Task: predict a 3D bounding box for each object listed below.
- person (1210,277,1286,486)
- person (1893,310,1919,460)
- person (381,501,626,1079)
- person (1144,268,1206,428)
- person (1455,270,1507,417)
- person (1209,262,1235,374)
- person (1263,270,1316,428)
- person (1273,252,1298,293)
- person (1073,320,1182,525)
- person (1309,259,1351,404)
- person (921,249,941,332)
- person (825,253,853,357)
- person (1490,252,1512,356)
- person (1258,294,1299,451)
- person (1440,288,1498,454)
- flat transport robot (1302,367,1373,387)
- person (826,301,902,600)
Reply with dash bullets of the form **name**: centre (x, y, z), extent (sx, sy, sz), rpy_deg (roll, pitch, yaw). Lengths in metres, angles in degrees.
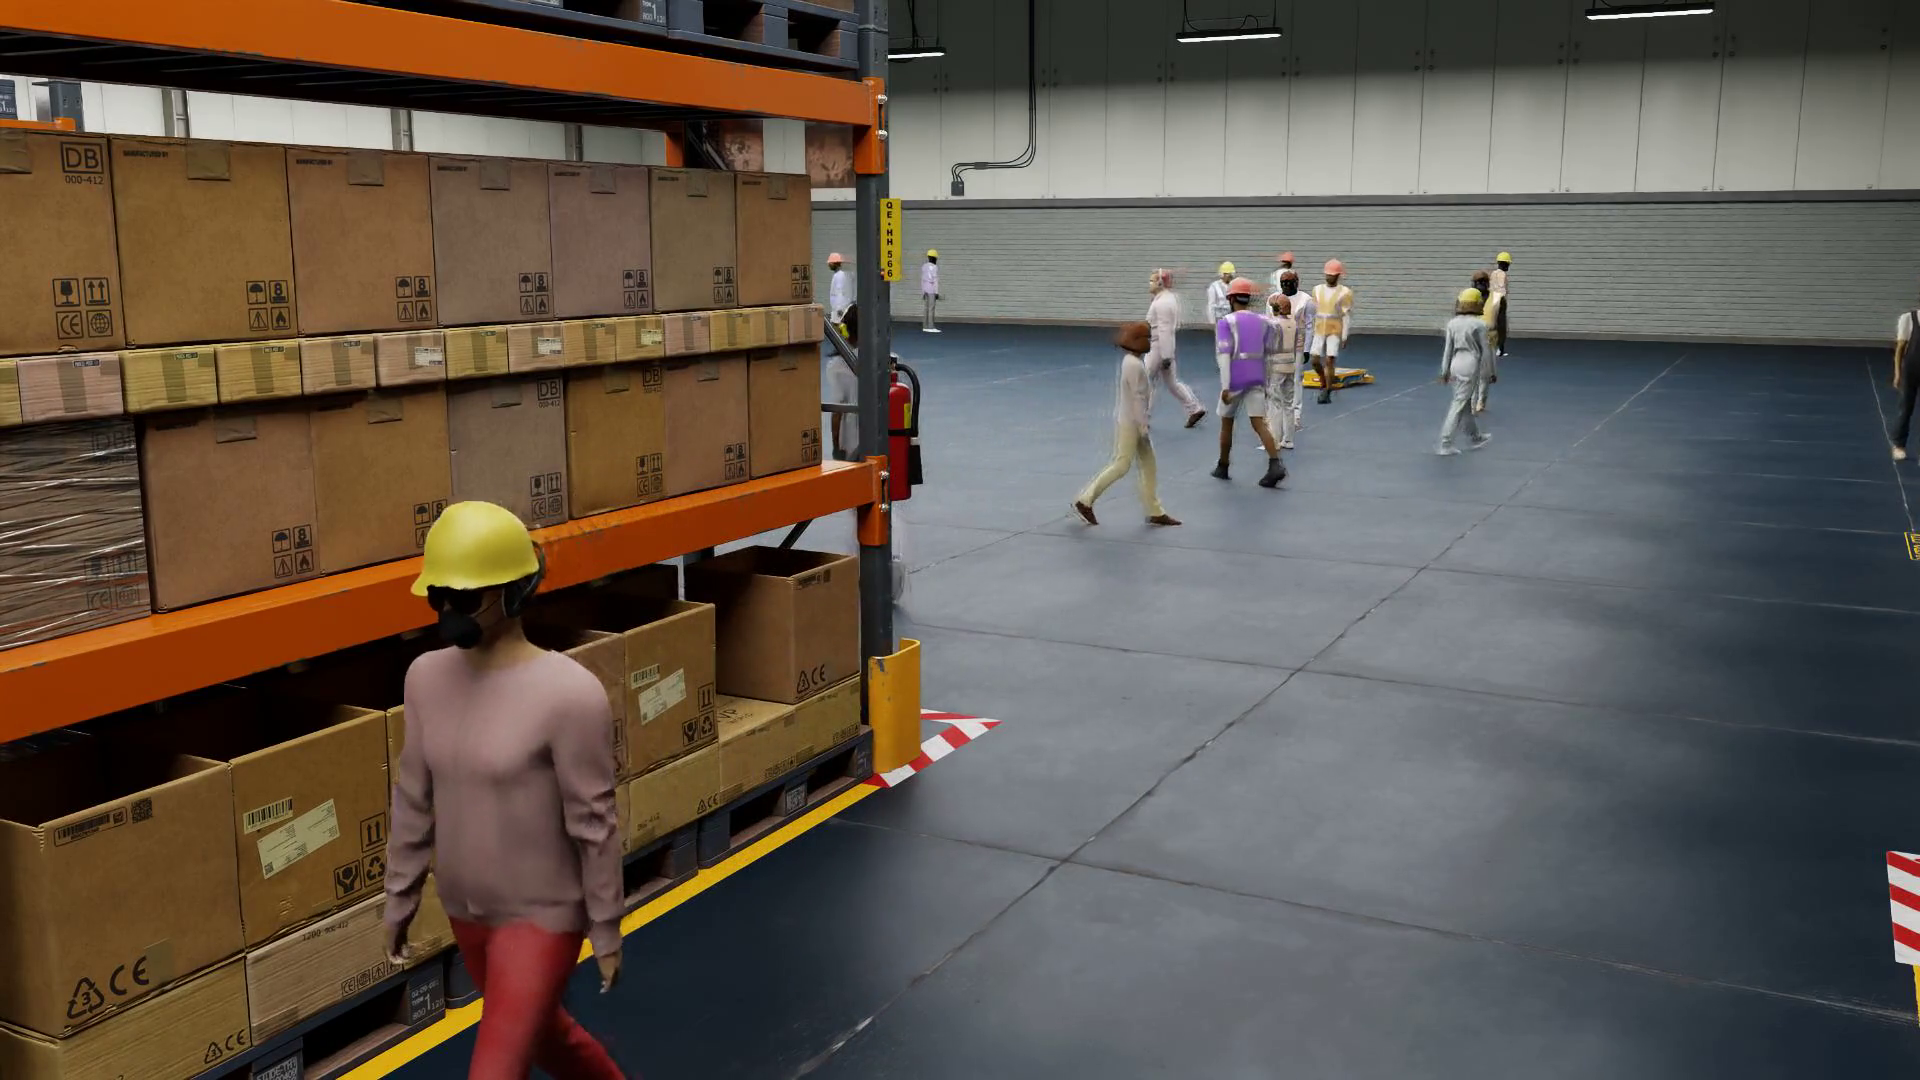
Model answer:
- **person**: centre (2.610, -1.431, 15.025), extent (0.568, 1.881, 0.981), rpy_deg (-4, 11, -21)
- **person**: centre (9.413, -1.628, 16.292), extent (0.517, 1.807, 0.954), rpy_deg (4, 11, 22)
- **person**: centre (-0.933, 0.753, 3.506), extent (0.540, 1.722, 0.907), rpy_deg (6, 12, 30)
- **person**: centre (2.383, -2.213, 19.288), extent (0.920, 1.870, 0.640), rpy_deg (3, 11, 15)
- **person**: centre (6.503, -2.467, 20.831), extent (0.625, 1.818, 0.856), rpy_deg (3, 11, 14)
- **person**: centre (4.302, -3.574, 26.846), extent (0.622, 1.815, 0.429), rpy_deg (-4, 11, -20)
- **person**: centre (3.826, -2.236, 19.496), extent (0.623, 1.839, 0.429), rpy_deg (7, 12, 32)
- **person**: centre (6.301, -4.635, 32.338), extent (0.551, 1.920, 0.542), rpy_deg (10, 14, 42)
- **person**: centre (1.292, -0.894, 12.818), extent (0.806, 1.605, 0.502), rpy_deg (1, 10, 6)
- **person**: centre (4.913, -2.770, 22.161), extent (0.573, 1.921, 0.431), rpy_deg (7, 13, 34)
- **person**: centre (-0.662, -5.781, 38.585), extent (0.386, 1.922, 0.594), rpy_deg (-6, 12, -31)
- **person**: centre (-2.214, -4.317, 30.614), extent (0.499, 1.918, 0.560), rpy_deg (-2, 11, -10)
- **person**: centre (10.080, -4.398, 31.043), extent (0.380, 1.923, 0.595), rpy_deg (0, 10, 1)
- **person**: centre (3.342, -1.743, 17.365), extent (0.513, 1.635, 0.311), rpy_deg (-10, 14, -43)
- **person**: centre (5.286, -1.739, 17.177), extent (0.905, 1.695, 0.494), rpy_deg (-6, 12, -30)
- **flat transport robot**: centre (5.586, -2.433, 24.842), extent (0.652, 0.197, 1.431), rpy_deg (7, 13, 35)
- **person**: centre (-0.559, -0.552, 10.312), extent (0.525, 1.845, 0.785), rpy_deg (-4, 11, -19)
